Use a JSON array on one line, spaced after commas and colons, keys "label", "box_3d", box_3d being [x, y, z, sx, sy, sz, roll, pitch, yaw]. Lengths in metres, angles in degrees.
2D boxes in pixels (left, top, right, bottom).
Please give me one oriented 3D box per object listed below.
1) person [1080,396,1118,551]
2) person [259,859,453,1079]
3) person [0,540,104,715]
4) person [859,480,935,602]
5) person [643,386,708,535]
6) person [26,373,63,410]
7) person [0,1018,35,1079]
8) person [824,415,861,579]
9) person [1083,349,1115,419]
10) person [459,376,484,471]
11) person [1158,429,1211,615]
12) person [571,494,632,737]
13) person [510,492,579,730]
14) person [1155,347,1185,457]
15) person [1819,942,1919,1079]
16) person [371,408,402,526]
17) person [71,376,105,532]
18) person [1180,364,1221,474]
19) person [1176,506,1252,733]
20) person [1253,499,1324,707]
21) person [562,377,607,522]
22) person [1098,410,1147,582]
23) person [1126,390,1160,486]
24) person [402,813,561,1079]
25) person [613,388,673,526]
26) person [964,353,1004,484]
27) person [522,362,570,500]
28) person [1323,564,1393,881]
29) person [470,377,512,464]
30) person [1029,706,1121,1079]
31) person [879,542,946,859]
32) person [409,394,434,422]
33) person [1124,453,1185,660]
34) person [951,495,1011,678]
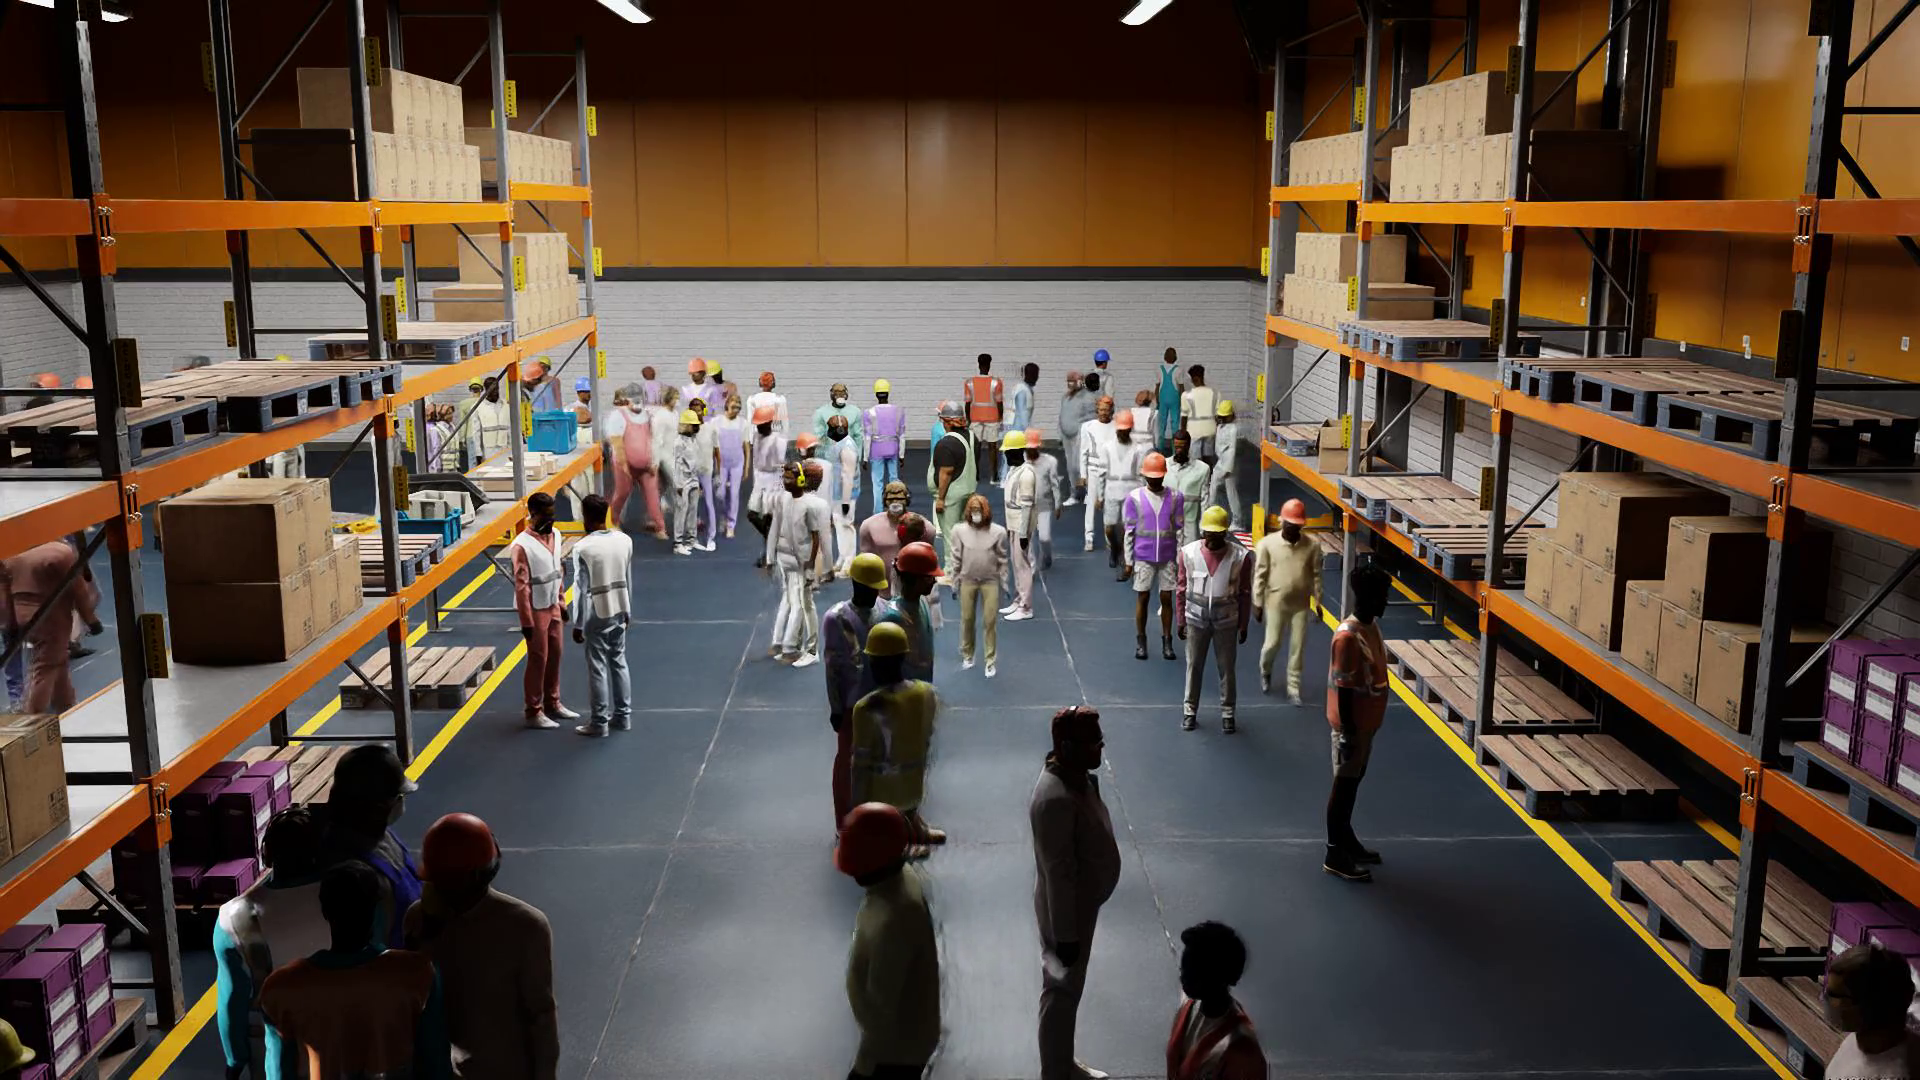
[{"label": "person", "box_3d": [1.728, -0.800, 20.040, 0.581, 1.882, 0.339, -1, 11, -7]}, {"label": "person", "box_3d": [-2.051, 2.036, 5.733, 0.597, 1.916, 0.371, -3, 12, -15]}, {"label": "person", "box_3d": [-7.033, 0.618, 12.977, 0.650, 1.862, 0.924, 4, 12, 20]}, {"label": "person", "box_3d": [-0.513, 0.466, 13.549, 0.627, 1.941, 0.371, -1, 11, -3]}, {"label": "person", "box_3d": [-3.572, -0.992, 20.980, 1.031, 1.883, 0.634, 1, 11, 6]}, {"label": "person", "box_3d": [-12.017, -1.226, 21.982, 0.758, 1.945, 0.879, 3, 12, 17]}, {"label": "person", "box_3d": [-2.907, 2.266, 5.045, 0.486, 1.737, 0.326, 9, 14, 38]}, {"label": "person", "box_3d": [-1.331, -0.489, 18.615, 0.429, 1.836, 0.631, -3, 12, -15]}, {"label": "person", "box_3d": [2.160, -1.979, 25.788, 0.403, 1.948, 0.605, -10, 15, -40]}, {"label": "person", "box_3d": [-6.844, -1.464, 23.692, 0.518, 1.757, 0.335, -1, 11, -5]}, {"label": "person", "box_3d": [2.234, -0.176, 16.839, 0.589, 1.913, 0.394, 4, 12, 18]}, {"label": "person", "box_3d": [-2.784, 0.590, 13.018, 0.405, 1.909, 0.597, 7, 13, 32]}, {"label": "person", "box_3d": [-3.333, 0.554, 13.199, 0.396, 1.908, 0.599, 3, 12, 16]}, {"label": "person", "box_3d": [3.462, -2.252, 27.428, 0.506, 1.842, 0.346, 5, 12, 23]}, {"label": "person", "box_3d": [2.823, 2.164, 5.086, 0.554, 1.932, 0.658, 5, 12, 22]}, {"label": "person", "box_3d": [-6.917, -0.762, 20.215, 0.314, 1.739, 0.485, 4, 12, 21]}, {"label": "person", "box_3d": [-11.311, -1.106, 21.357, 0.545, 1.982, 0.763, 5, 12, 24]}, {"label": "person", "box_3d": [3.447, -1.516, 23.510, 0.641, 1.931, 0.732, -3, 12, -13]}, {"label": "person", "box_3d": [1.986, 0.620, 13.084, 0.591, 1.823, 0.404, 3, 12, 14]}, {"label": "person", "box_3d": [2.736, 0.503, 13.872, 0.578, 1.733, 0.519, -2, 11, -8]}, {"label": "person", "box_3d": [-4.857, -1.138, 21.564, 0.382, 1.951, 0.606, 10, 15, 41]}, {"label": "person", "box_3d": [1.811, -0.509, 18.514, 0.547, 1.917, 0.577, 3, 12, 15]}, {"label": "person", "box_3d": [2.509, -1.275, 23.080, 0.514, 1.627, 0.487, 2, 12, 12]}, {"label": "person", "box_3d": [-1.754, 1.935, 6.078, 0.620, 1.986, 0.408, 3, 12, 14]}, {"label": "person", "box_3d": [-4.215, -1.087, 21.660, 0.873, 1.817, 0.505, -3, 12, -13]}, {"label": "person", "box_3d": [0.368, -1.814, 24.912, 0.600, 1.967, 0.368, 2, 12, 12]}, {"label": "person", "box_3d": [-5.790, -1.522, 23.407, 0.642, 1.990, 0.699, 0, 11, 1]}, {"label": "person", "box_3d": [2.461, 1.103, 10.291, 0.362, 1.962, 0.613, 5, 13, 25]}, {"label": "person", "box_3d": [-6.196, -1.218, 22.070, 0.381, 1.912, 0.588, 9, 15, 39]}, {"label": "person", "box_3d": [0.523, 1.676, 7.568, 0.409, 1.908, 0.639, 2, 11, 8]}, {"label": "person", "box_3d": [-0.293, 1.011, 10.591, 0.403, 2.035, 0.606, 4, 12, 18]}, {"label": "person", "box_3d": [-8.135, -1.801, 25.188, 0.387, 1.837, 0.561, -1, 11, -3]}, {"label": "person", "box_3d": [1.780, 0.149, 15.189, 0.550, 1.925, 0.391, 0, 11, -2]}, {"label": "person", "box_3d": [0.195, 0.391, 14.785, 0.535, 1.628, 0.588, 1, 11, 7]}]
